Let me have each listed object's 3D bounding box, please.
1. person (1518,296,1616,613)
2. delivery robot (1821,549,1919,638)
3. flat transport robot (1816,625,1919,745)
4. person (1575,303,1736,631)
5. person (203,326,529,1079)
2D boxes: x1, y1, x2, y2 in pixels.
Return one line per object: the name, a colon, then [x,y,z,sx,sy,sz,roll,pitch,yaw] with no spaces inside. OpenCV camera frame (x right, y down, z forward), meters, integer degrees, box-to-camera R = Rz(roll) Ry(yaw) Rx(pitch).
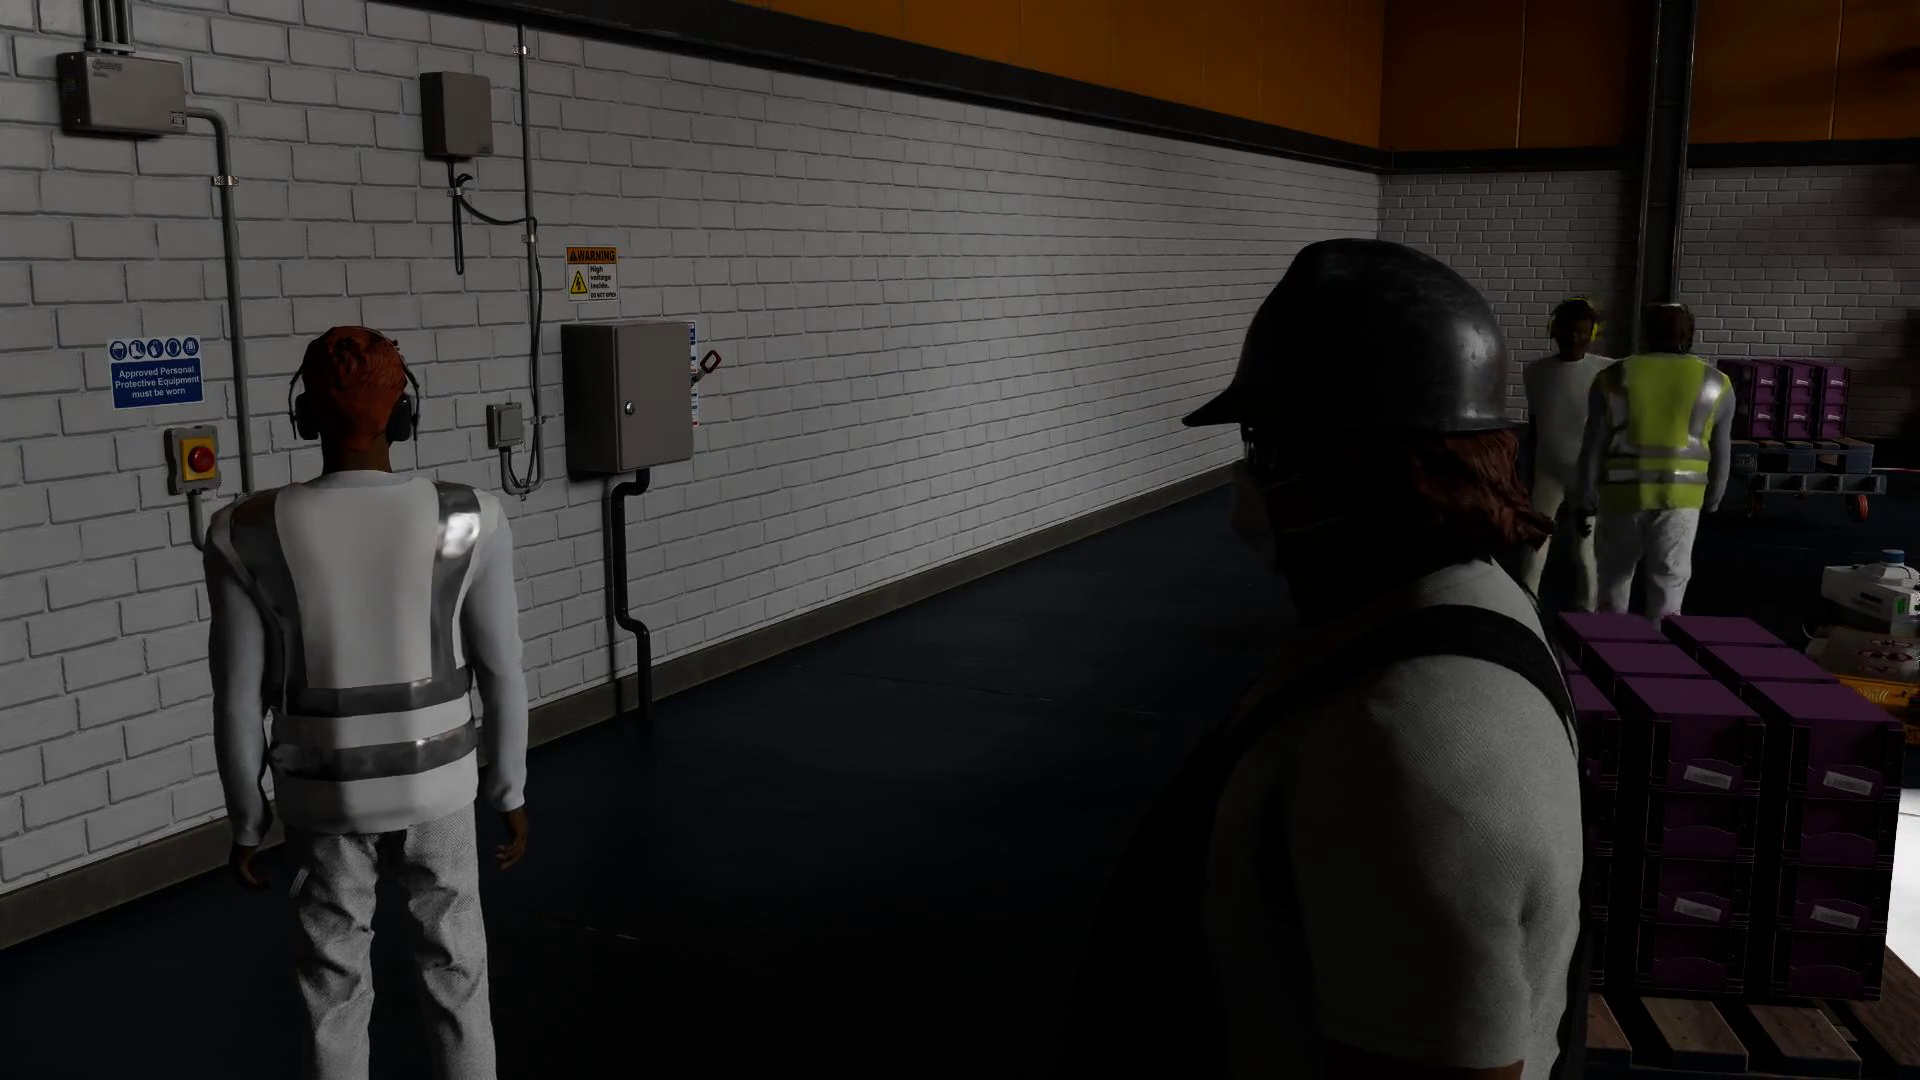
person: [3.053,-0.311,8.339,0.501,1.820,0.934,5,11,29]
delivery robot: [4.591,0.290,8.219,0.477,0.478,0.707,-1,10,-3]
flat transport robot: [4.103,0.623,7.385,0.652,0.197,1.431,6,12,33]
person: [3.190,-0.187,7.687,0.648,1.790,0.976,4,10,20]
person: [-1.156,0.520,3.321,0.584,1.882,0.347,-4,10,-20]
